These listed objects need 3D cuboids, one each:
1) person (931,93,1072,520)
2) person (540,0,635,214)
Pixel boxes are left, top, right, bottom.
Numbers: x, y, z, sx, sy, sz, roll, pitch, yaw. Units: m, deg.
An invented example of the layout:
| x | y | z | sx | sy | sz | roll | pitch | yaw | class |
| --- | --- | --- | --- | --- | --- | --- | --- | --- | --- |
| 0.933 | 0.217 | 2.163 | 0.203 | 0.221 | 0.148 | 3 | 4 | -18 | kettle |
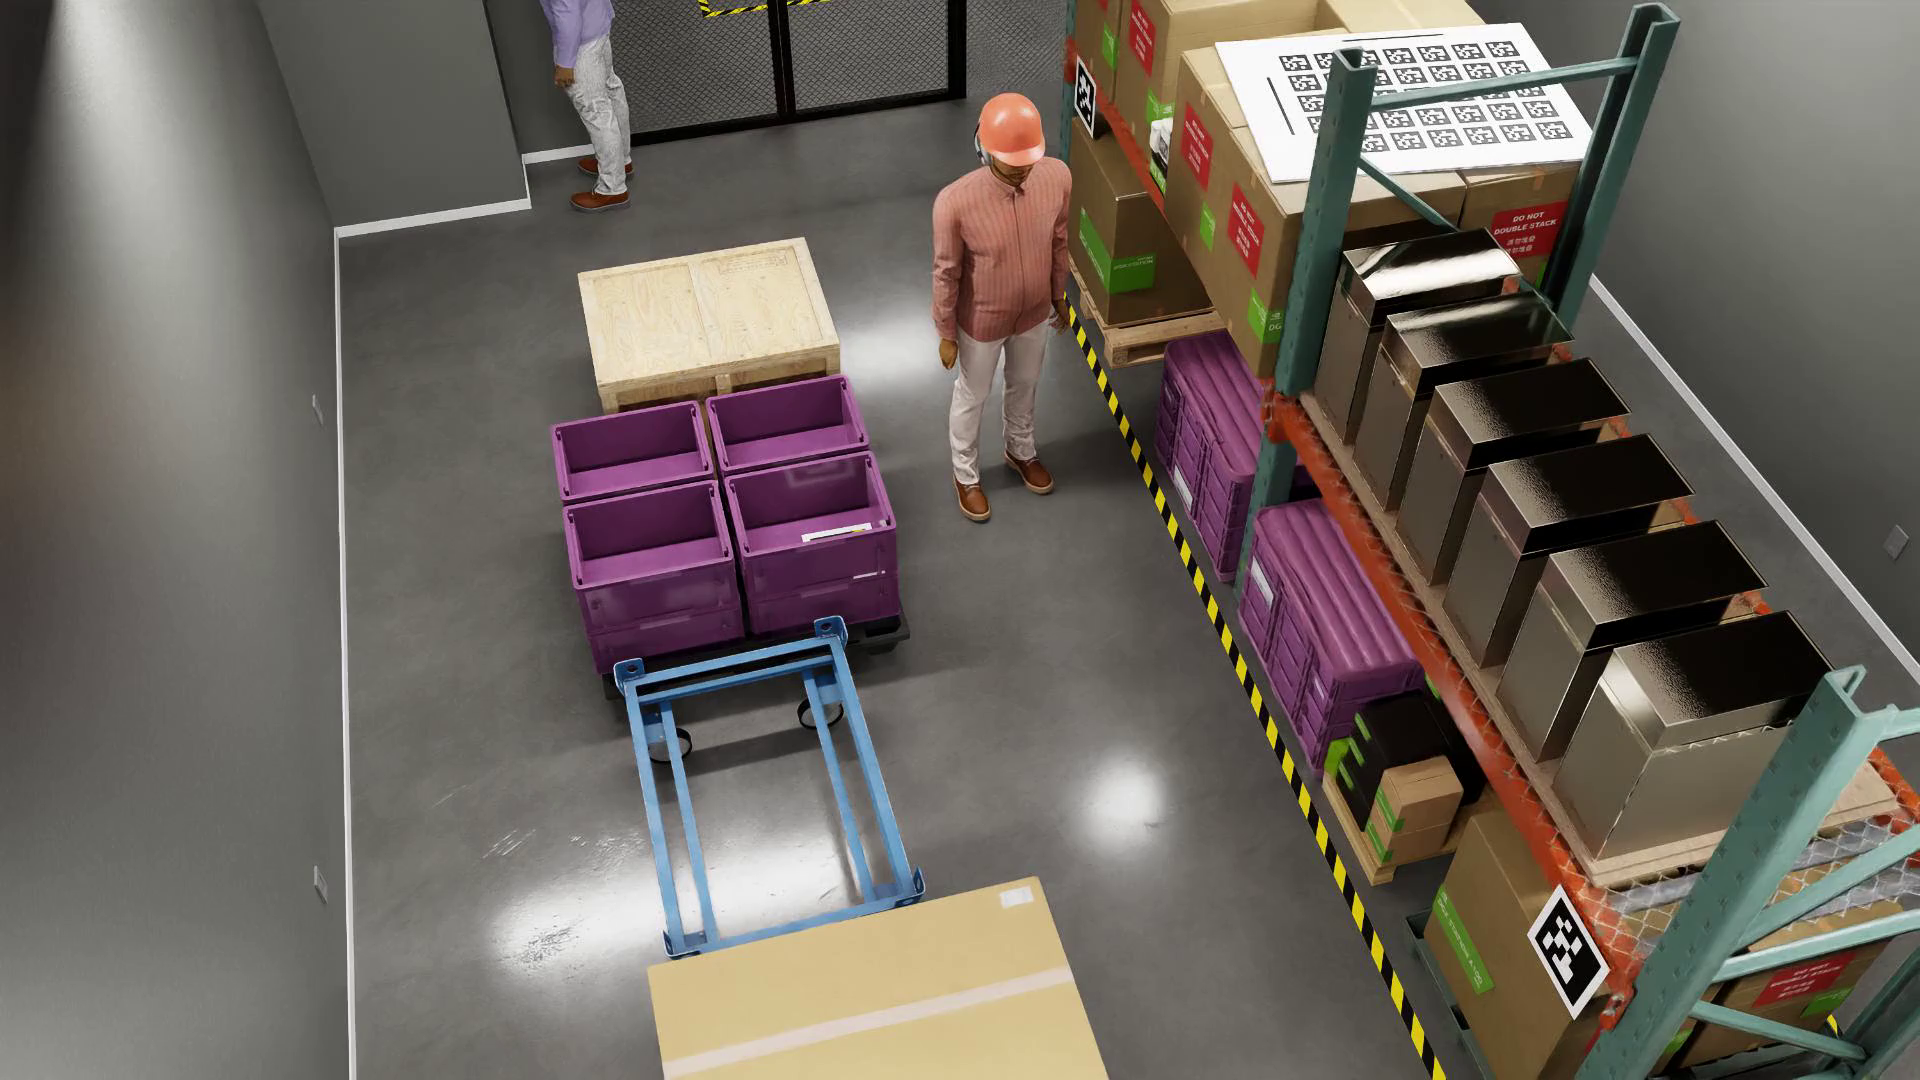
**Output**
| x | y | z | sx | sy | sz | roll | pitch | yaw | class |
| --- | --- | --- | --- | --- | --- | --- | --- | --- | --- |
| 0.179 | -0.920 | 6.693 | 0.622 | 1.993 | 0.382 | -23 | 51 | -20 | person |
| -1.887 | -2.508 | 8.192 | 0.371 | 1.938 | 0.627 | 1 | 47 | 1 | person |
